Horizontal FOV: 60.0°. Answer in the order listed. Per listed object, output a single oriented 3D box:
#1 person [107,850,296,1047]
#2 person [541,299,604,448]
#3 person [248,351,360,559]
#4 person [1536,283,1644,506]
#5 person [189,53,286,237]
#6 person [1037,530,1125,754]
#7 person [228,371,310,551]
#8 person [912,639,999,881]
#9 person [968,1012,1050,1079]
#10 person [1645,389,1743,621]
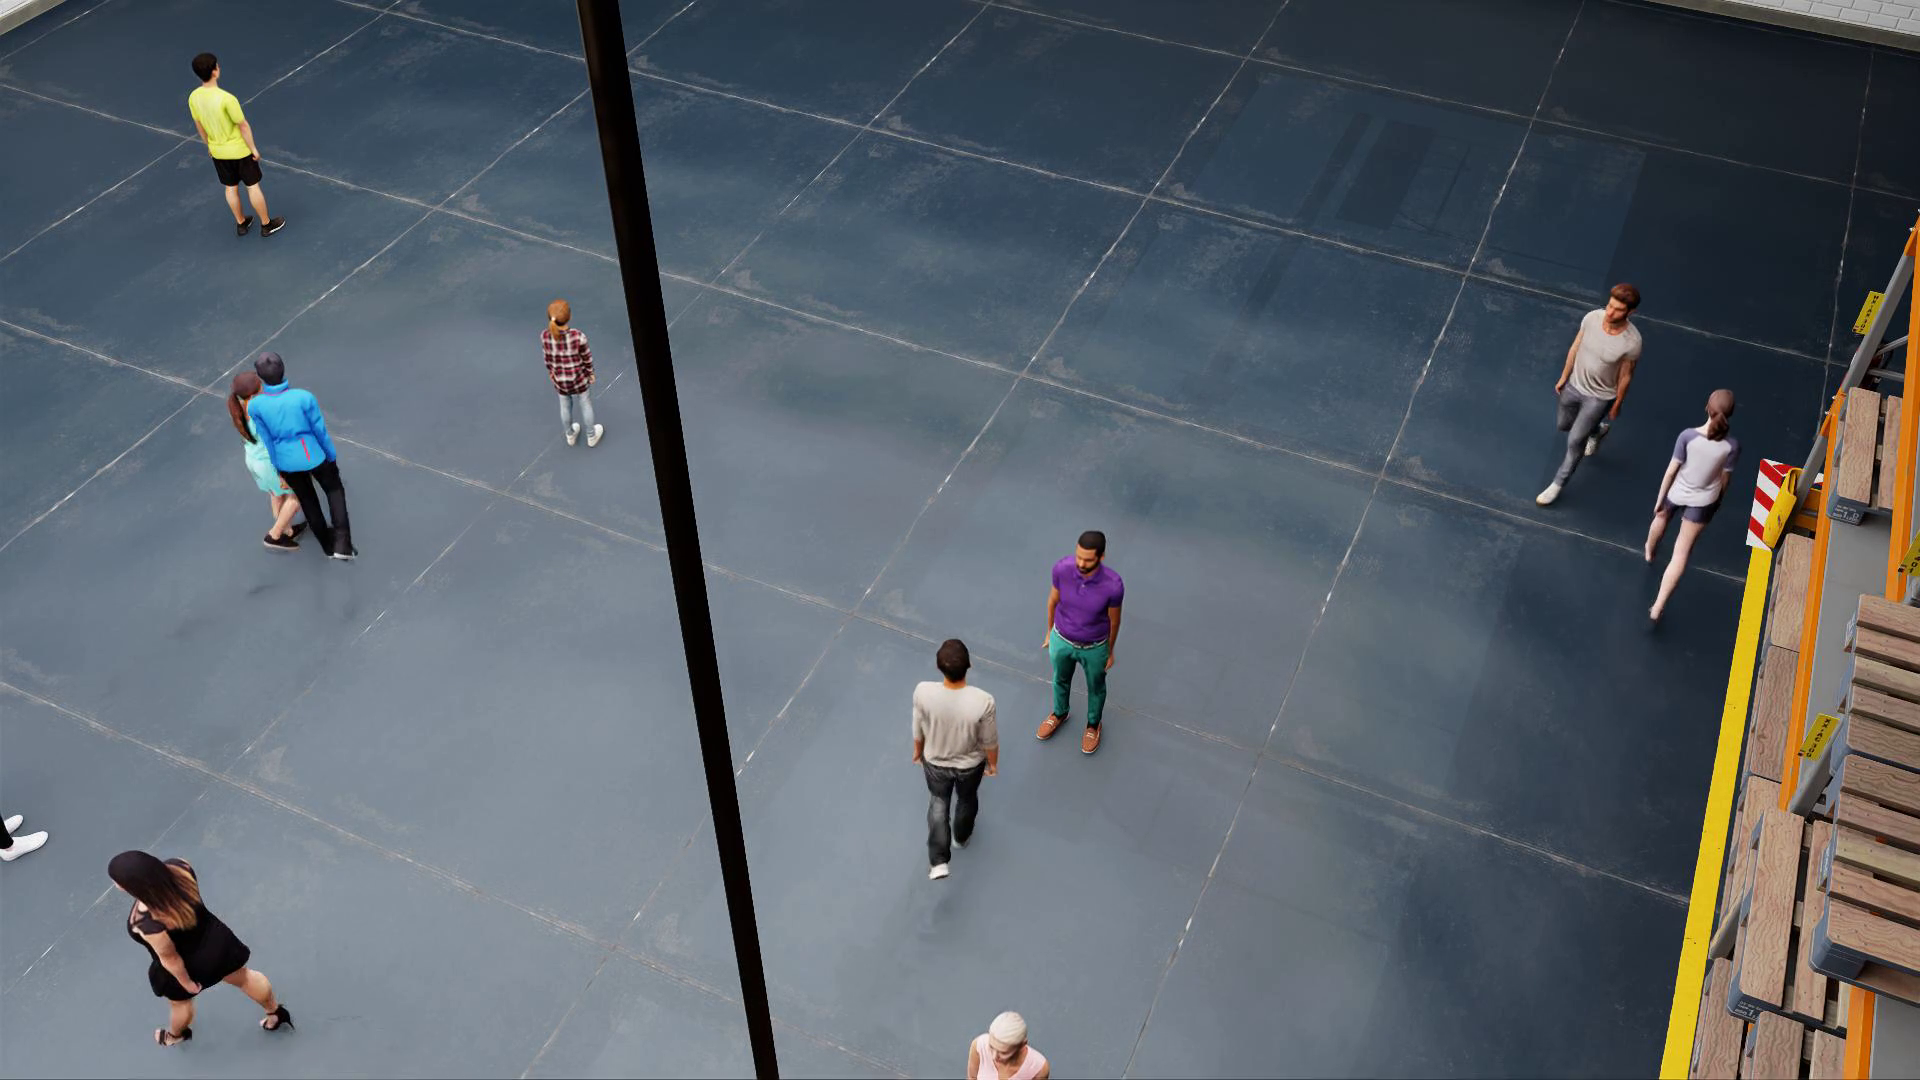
[{"bbox_3d":[-3.926,2.167,8.758,0.933,1.684,0.997,4,44,4],"label":"person"},{"bbox_3d":[-2.967,-1.263,12.633,0.590,1.305,0.606,1,44,2],"label":"person"},{"bbox_3d":[-4.546,-0.494,11.478,0.855,1.786,0.923,-10,45,-11],"label":"person"},{"bbox_3d":[4.630,-1.122,12.072,1.174,1.876,0.980,-28,50,-26],"label":"person"},{"bbox_3d":[-6.437,-3.471,14.659,0.674,1.708,0.609,6,44,6],"label":"person"},{"bbox_3d":[0.760,0.607,10.335,0.621,1.768,0.572,16,46,16],"label":"person"},{"bbox_3d":[-4.886,-0.505,11.663,0.676,1.547,0.699,24,49,23],"label":"person"},{"bbox_3d":[-0.053,1.315,9.574,0.819,1.792,1.005,8,44,8],"label":"person"},{"bbox_3d":[0.229,2.772,8.094,0.551,1.725,0.494,17,46,17],"label":"person"},{"bbox_3d":[4.916,-0.221,11.236,0.632,1.724,1.154,22,48,21],"label":"person"}]
